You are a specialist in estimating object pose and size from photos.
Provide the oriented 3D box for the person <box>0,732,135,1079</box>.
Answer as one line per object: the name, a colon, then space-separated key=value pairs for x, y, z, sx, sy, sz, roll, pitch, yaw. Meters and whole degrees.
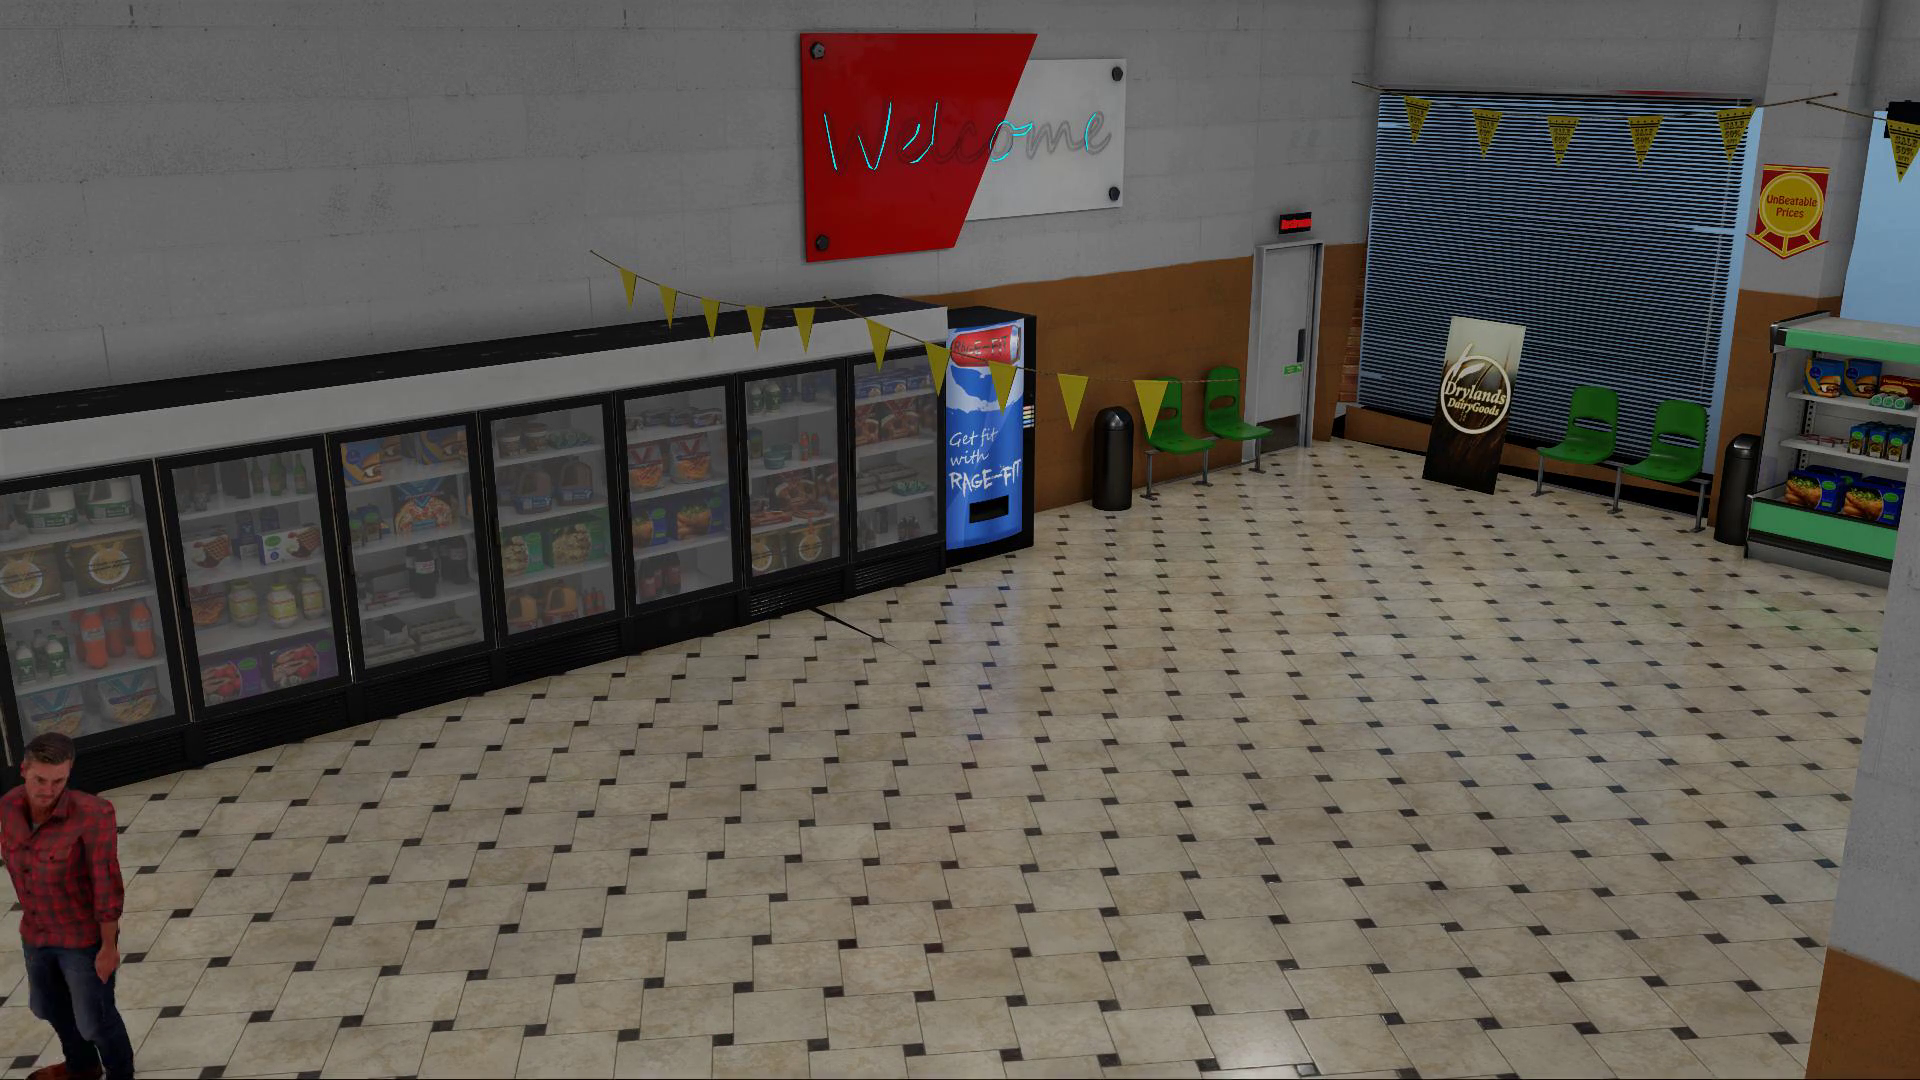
person: x=-3.679 y=1.589 z=6.894 sx=0.881 sy=1.793 sz=1.035 roll=10 pitch=19 yaw=29
